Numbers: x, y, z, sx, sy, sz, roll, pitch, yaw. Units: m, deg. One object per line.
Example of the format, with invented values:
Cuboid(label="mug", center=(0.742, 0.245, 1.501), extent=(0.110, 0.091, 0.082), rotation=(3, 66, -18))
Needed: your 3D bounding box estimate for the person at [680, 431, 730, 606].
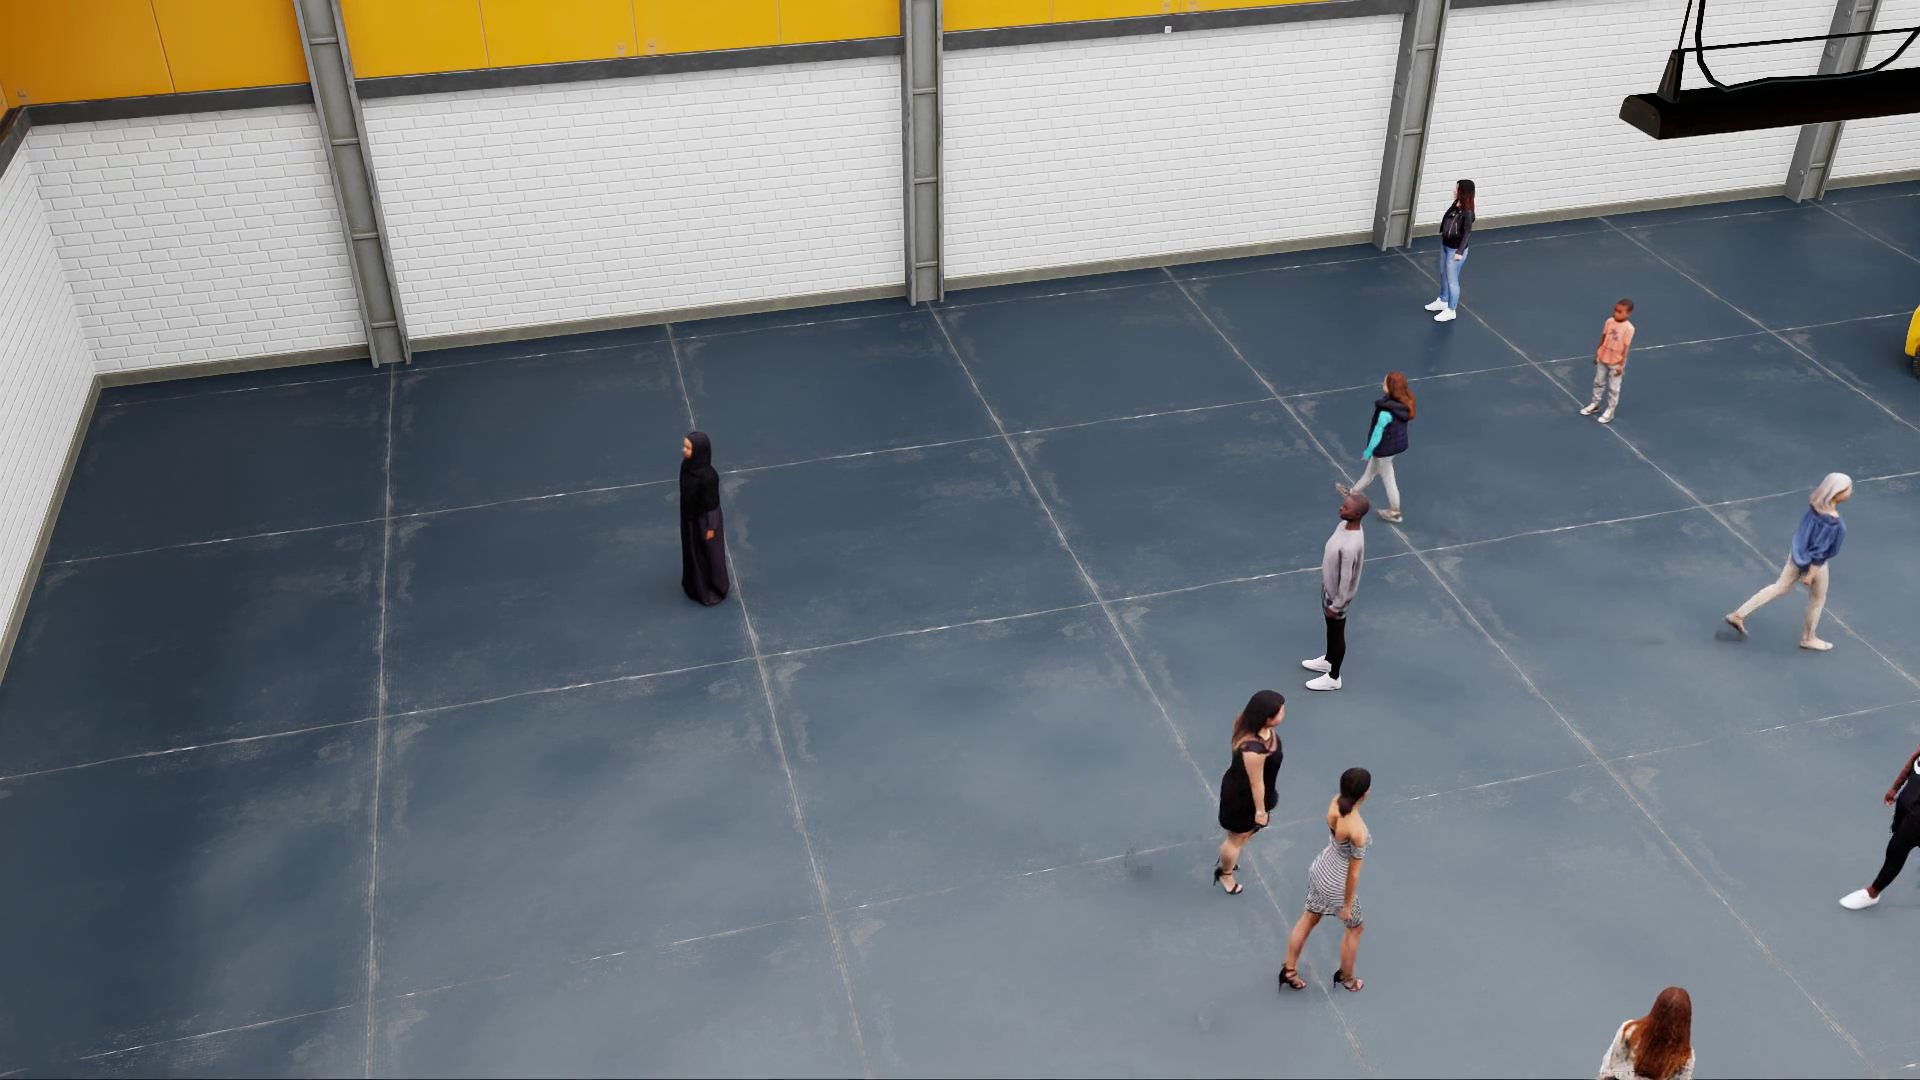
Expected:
Cuboid(label="person", center=(-2.182, -0.209, 14.069), extent=(0.702, 1.613, 0.686), rotation=(-22, 40, -30))

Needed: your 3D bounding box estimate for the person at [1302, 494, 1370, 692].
Cuboid(label="person", center=(2.979, 0.393, 13.022), extent=(0.655, 1.769, 0.681), rotation=(3, 34, 4))

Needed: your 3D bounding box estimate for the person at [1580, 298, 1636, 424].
Cuboid(label="person", center=(6.594, -1.837, 16.793), extent=(0.561, 1.309, 0.549), rotation=(-21, 39, -29))

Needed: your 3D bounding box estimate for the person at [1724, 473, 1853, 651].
Cuboid(label="person", center=(6.765, 0.170, 13.450), extent=(1.176, 1.668, 0.870), rotation=(2, 34, 3))

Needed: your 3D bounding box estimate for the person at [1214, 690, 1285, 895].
Cuboid(label="person", center=(1.830, 1.695, 11.121), extent=(0.774, 1.706, 0.766), rotation=(5, 34, 8))

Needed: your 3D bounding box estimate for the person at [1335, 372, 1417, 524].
Cuboid(label="person", center=(3.939, -0.815, 15.110), extent=(0.986, 1.470, 0.951), rotation=(20, 38, 27))

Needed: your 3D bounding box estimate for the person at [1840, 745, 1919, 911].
Cuboid(label="person", center=(6.451, 1.753, 11.029), extent=(1.097, 1.711, 0.722), rotation=(-4, 34, -6))

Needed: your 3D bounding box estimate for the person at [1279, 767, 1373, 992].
Cuboid(label="person", center=(2.228, 2.166, 10.330), extent=(0.761, 1.797, 0.615), rotation=(-8, 34, -12))

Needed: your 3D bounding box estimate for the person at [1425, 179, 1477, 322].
Cuboid(label="person", center=(5.540, -3.273, 18.660), extent=(0.610, 1.634, 0.678), rotation=(-3, 34, -5))

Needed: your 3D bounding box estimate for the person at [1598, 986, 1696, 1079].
Cuboid(label="person", center=(3.638, 3.092, 9.003), extent=(0.708, 1.724, 0.754), rotation=(21, 39, 29))
